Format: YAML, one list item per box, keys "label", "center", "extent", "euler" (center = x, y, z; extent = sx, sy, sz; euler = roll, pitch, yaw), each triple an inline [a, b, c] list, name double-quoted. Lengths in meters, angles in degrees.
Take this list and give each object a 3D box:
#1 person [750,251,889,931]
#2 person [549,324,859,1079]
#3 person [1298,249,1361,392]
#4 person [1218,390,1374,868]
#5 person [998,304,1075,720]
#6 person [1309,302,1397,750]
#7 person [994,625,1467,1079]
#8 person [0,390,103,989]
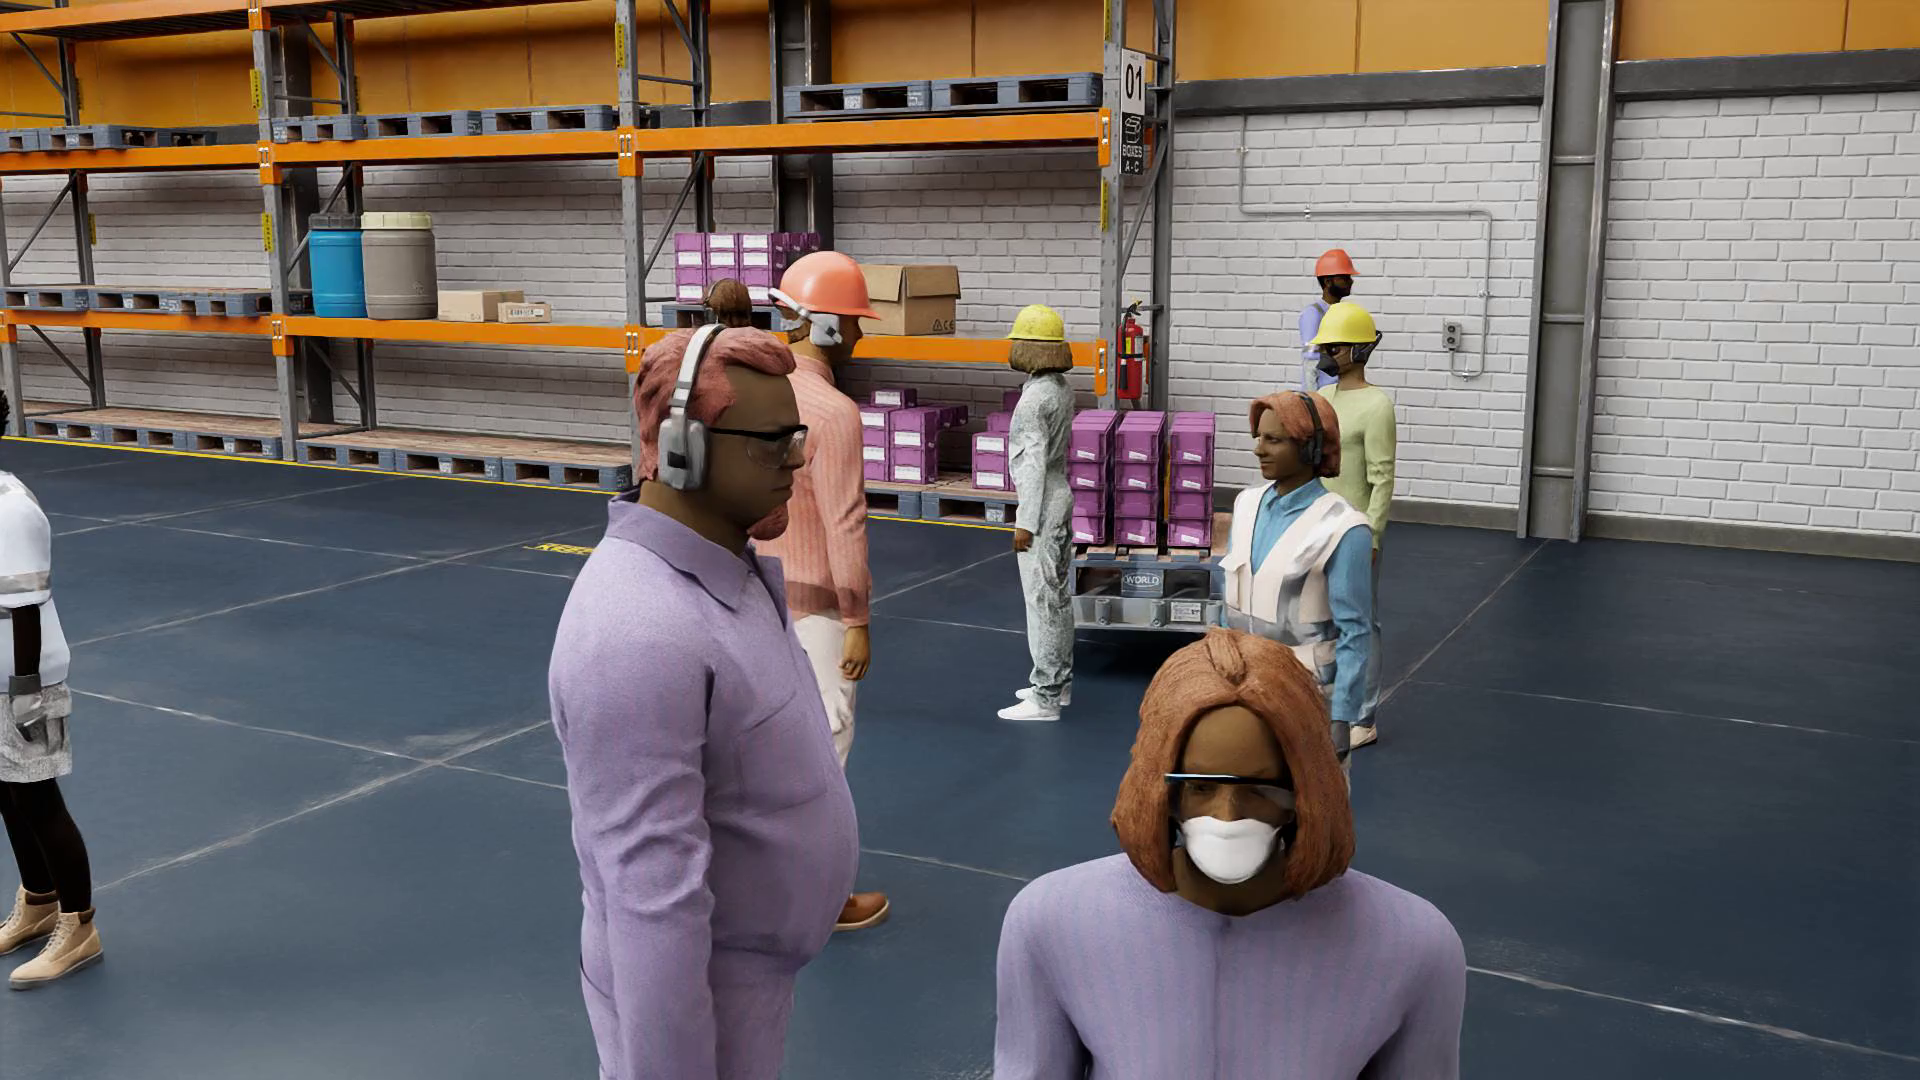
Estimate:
- label: "person"
  center: [-0.422, 0.163, 4.853]
  extent: [0.407, 1.981, 0.627]
  euler: [-7, 12, -33]
- label: "person"
  center: [-0.345, 0.646, 2.408]
  extent: [0.402, 1.904, 0.652]
  euler: [0, 10, -1]
- label: "person"
  center: [2.460, -0.954, 11.077]
  extent: [0.354, 1.942, 0.545]
  euler: [8, 13, 36]
- label: "person"
  center: [0.853, 0.425, 4.338]
  extent: [0.313, 1.642, 0.513]
  euler: [-6, 12, -29]
- label: "person"
  center: [0.324, -0.112, 7.004]
  extent: [0.295, 1.744, 0.492]
  euler: [3, 11, 17]
- label: "person"
  center: [1.509, -0.050, 6.599]
  extent: [0.314, 1.769, 0.523]
  euler: [-4, 11, -20]
- label: "person"
  center: [0.276, 0.890, 1.813]
  extent: [0.508, 1.631, 0.265]
  euler: [1, 10, 7]
- label: "person"
  center: [-2.614, 0.371, 4.514]
  extent: [0.539, 1.693, 0.321]
  euler: [9, 13, 39]
